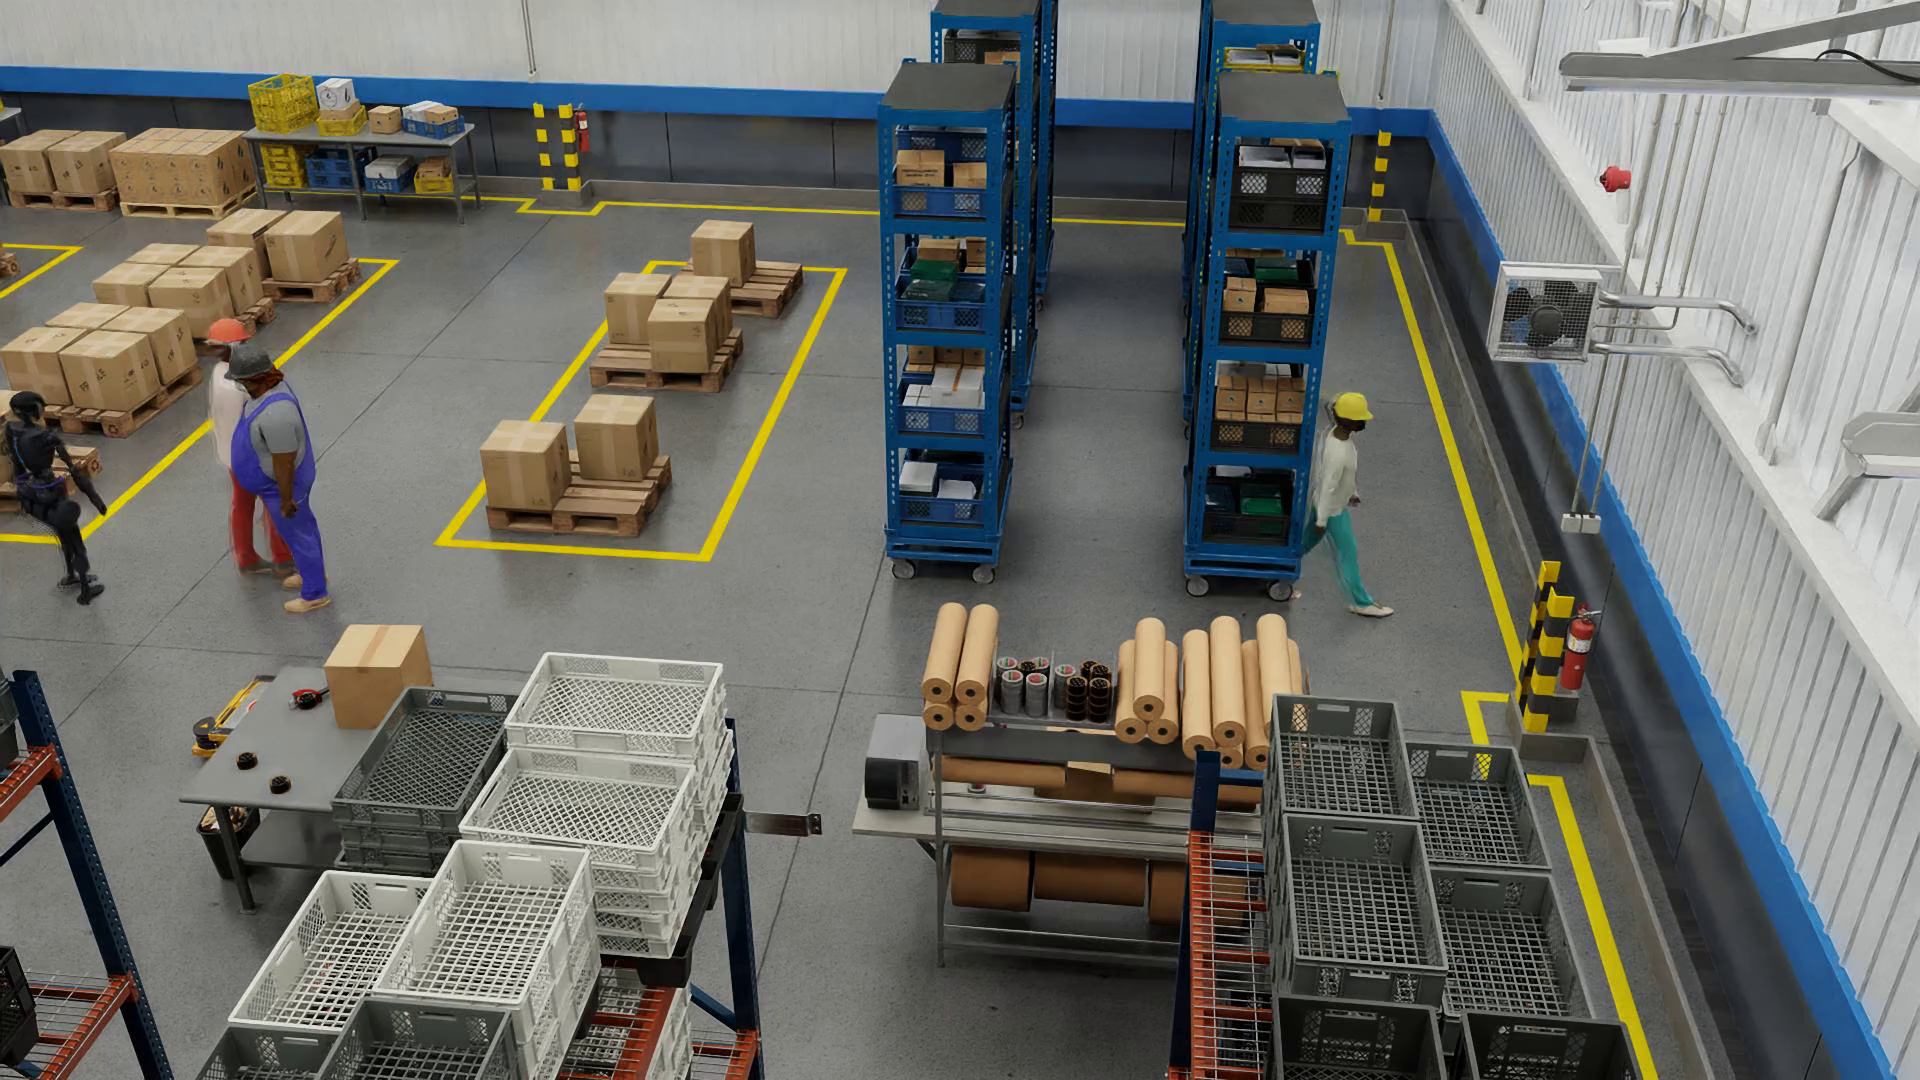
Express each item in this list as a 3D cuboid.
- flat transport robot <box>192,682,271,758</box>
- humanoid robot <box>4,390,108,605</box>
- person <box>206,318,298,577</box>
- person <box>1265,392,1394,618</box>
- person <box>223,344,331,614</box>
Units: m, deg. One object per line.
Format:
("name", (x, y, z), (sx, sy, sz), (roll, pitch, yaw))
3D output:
("flat transport robot", (-4.089, 1.163, 10.648), (1.431, 0.197, 0.652), (3, 30, 6))
("humanoid robot", (-6.435, -0.335, 11.848), (0.573, 1.639, 0.429), (14, 33, 22))
("person", (-5.172, -0.657, 12.125), (0.637, 1.953, 0.644), (-18, 35, -28))
("person", (2.647, -0.262, 11.679), (0.914, 1.713, 0.527), (6, 31, 10))
("person", (-4.809, -0.453, 11.692), (0.535, 2.000, 0.681), (-11, 32, -18))
